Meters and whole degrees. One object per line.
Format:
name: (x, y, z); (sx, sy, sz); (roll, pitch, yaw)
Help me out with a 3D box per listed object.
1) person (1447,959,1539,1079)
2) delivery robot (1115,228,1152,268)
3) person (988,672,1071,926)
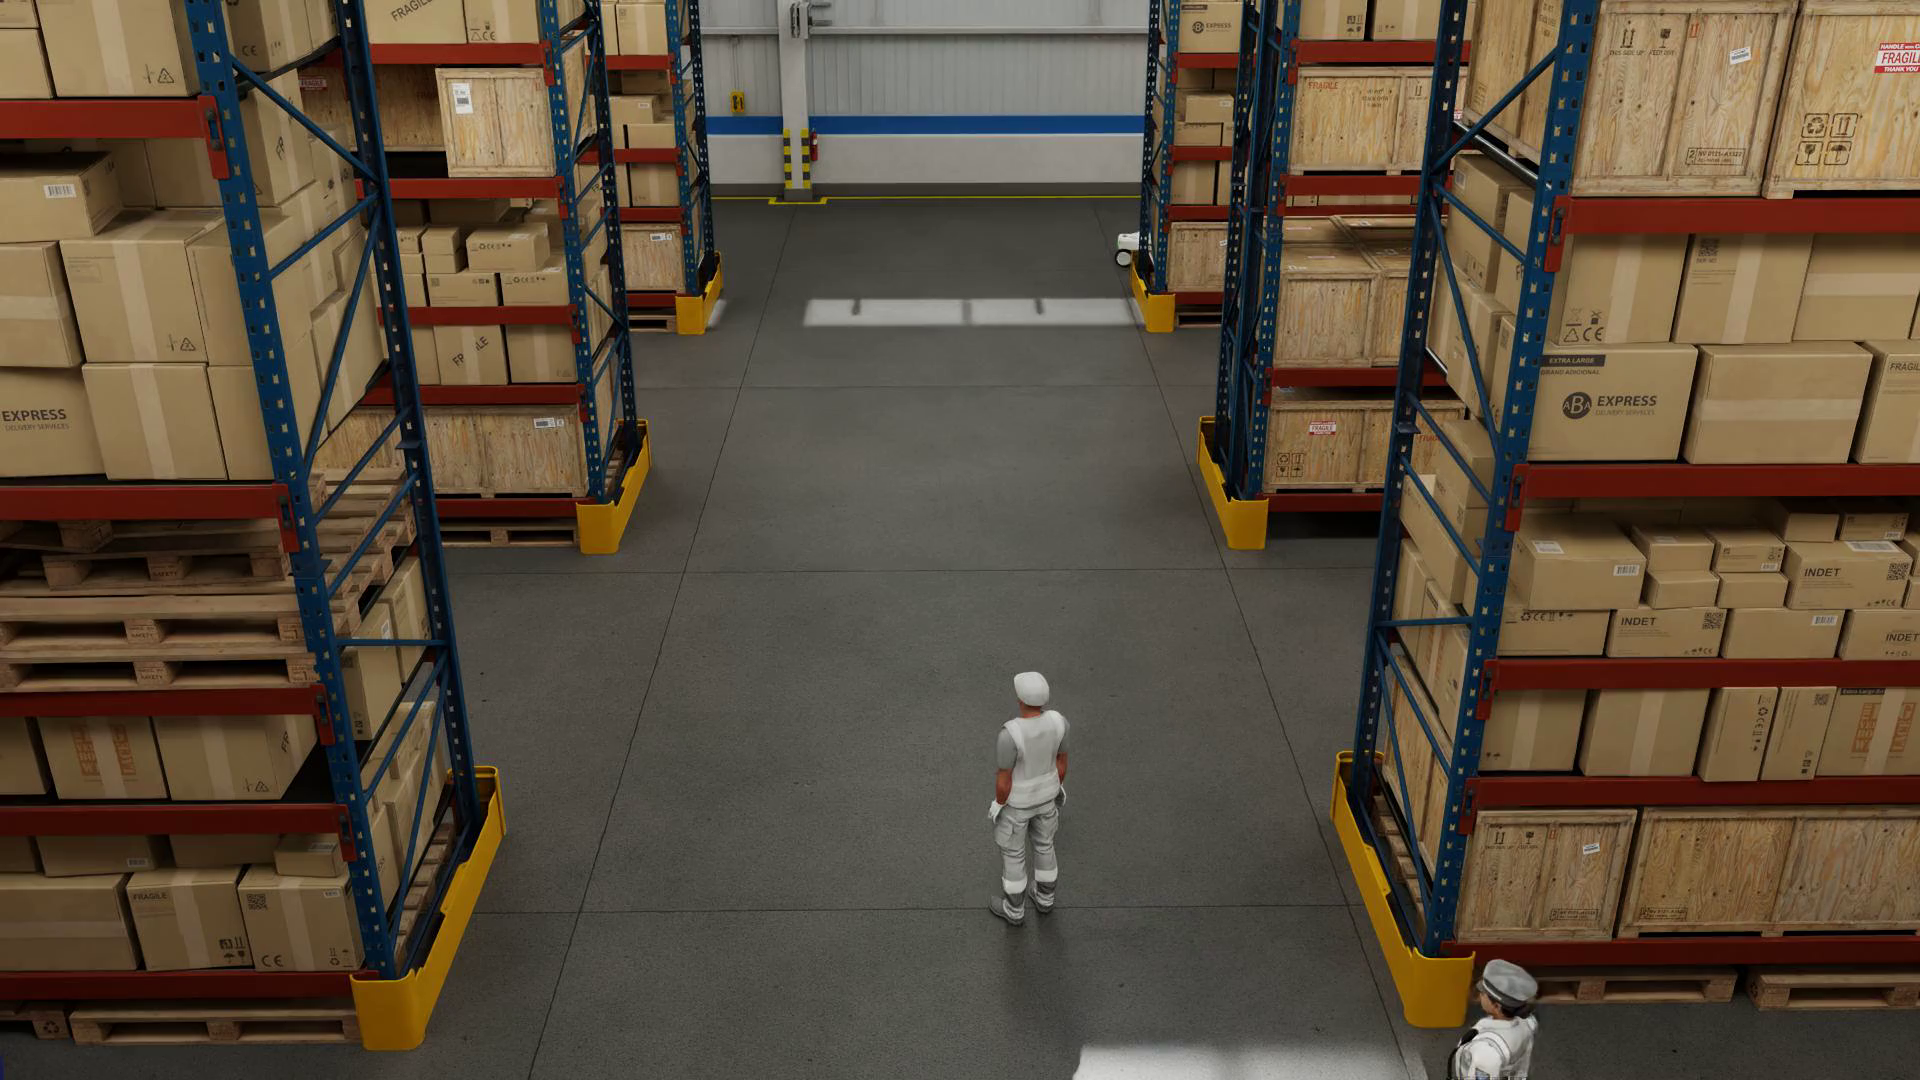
person: (2.496, 2.776, 8.061); (0.411, 1.695, 0.513); (18, 30, 33)
delivery robot: (2.625, -4.250, 24.553); (0.752, 0.535, 0.667); (6, 26, 13)
person: (0.414, 1.599, 10.428); (0.531, 1.796, 0.378); (-13, 28, -26)
